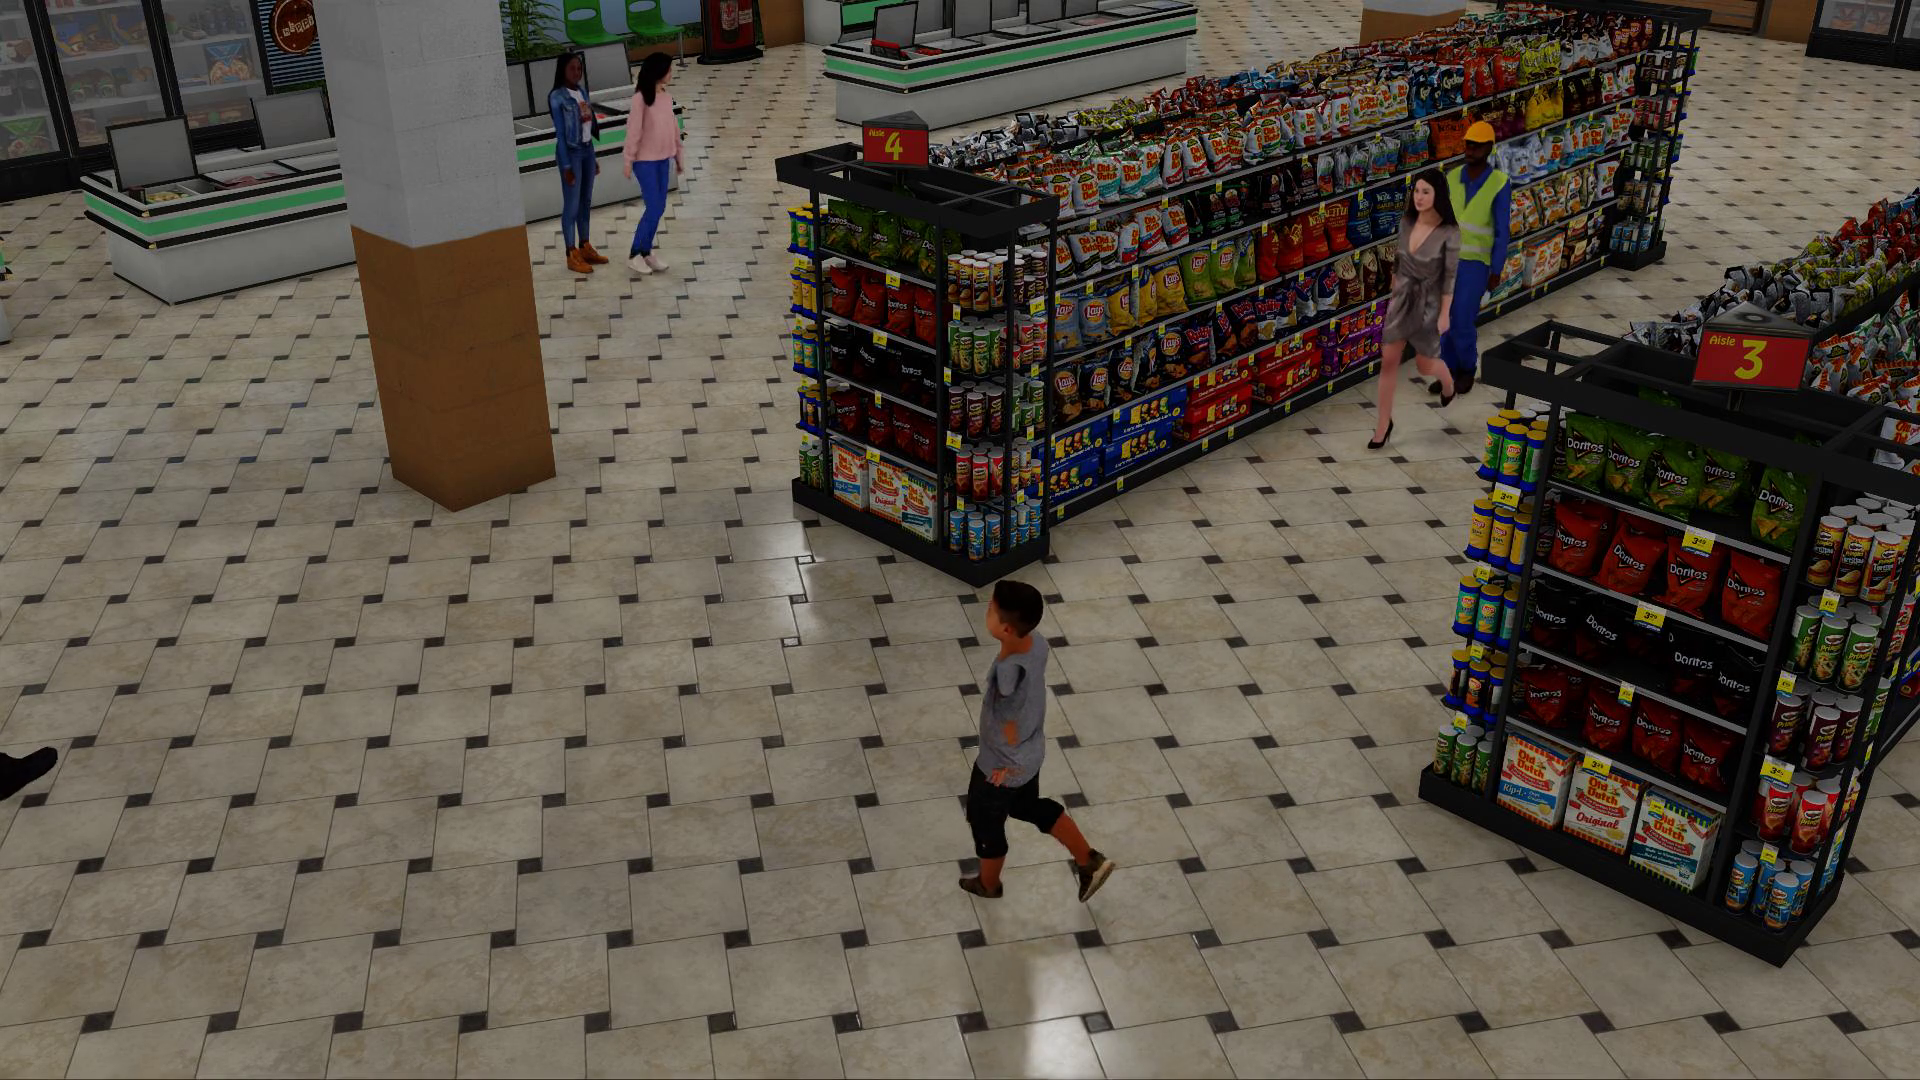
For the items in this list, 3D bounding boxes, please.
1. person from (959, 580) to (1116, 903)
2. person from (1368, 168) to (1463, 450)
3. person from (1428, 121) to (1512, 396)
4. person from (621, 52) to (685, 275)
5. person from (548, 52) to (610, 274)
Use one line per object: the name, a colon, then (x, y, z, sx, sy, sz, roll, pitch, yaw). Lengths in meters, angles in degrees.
person: (0.253, 0.744, 6.181, 0.842, 1.444, 0.918, 10, 29, 19)
person: (2.824, -1.400, 10.098, 1.006, 1.727, 0.612, -23, 35, -37)
person: (3.341, -1.836, 10.870, 0.614, 1.805, 0.645, -24, 35, -39)
person: (-2.501, -2.955, 13.163, 0.810, 1.728, 0.678, 22, 34, 36)
person: (-3.088, -3.035, 13.338, 0.733, 1.712, 0.594, 10, 29, 19)
